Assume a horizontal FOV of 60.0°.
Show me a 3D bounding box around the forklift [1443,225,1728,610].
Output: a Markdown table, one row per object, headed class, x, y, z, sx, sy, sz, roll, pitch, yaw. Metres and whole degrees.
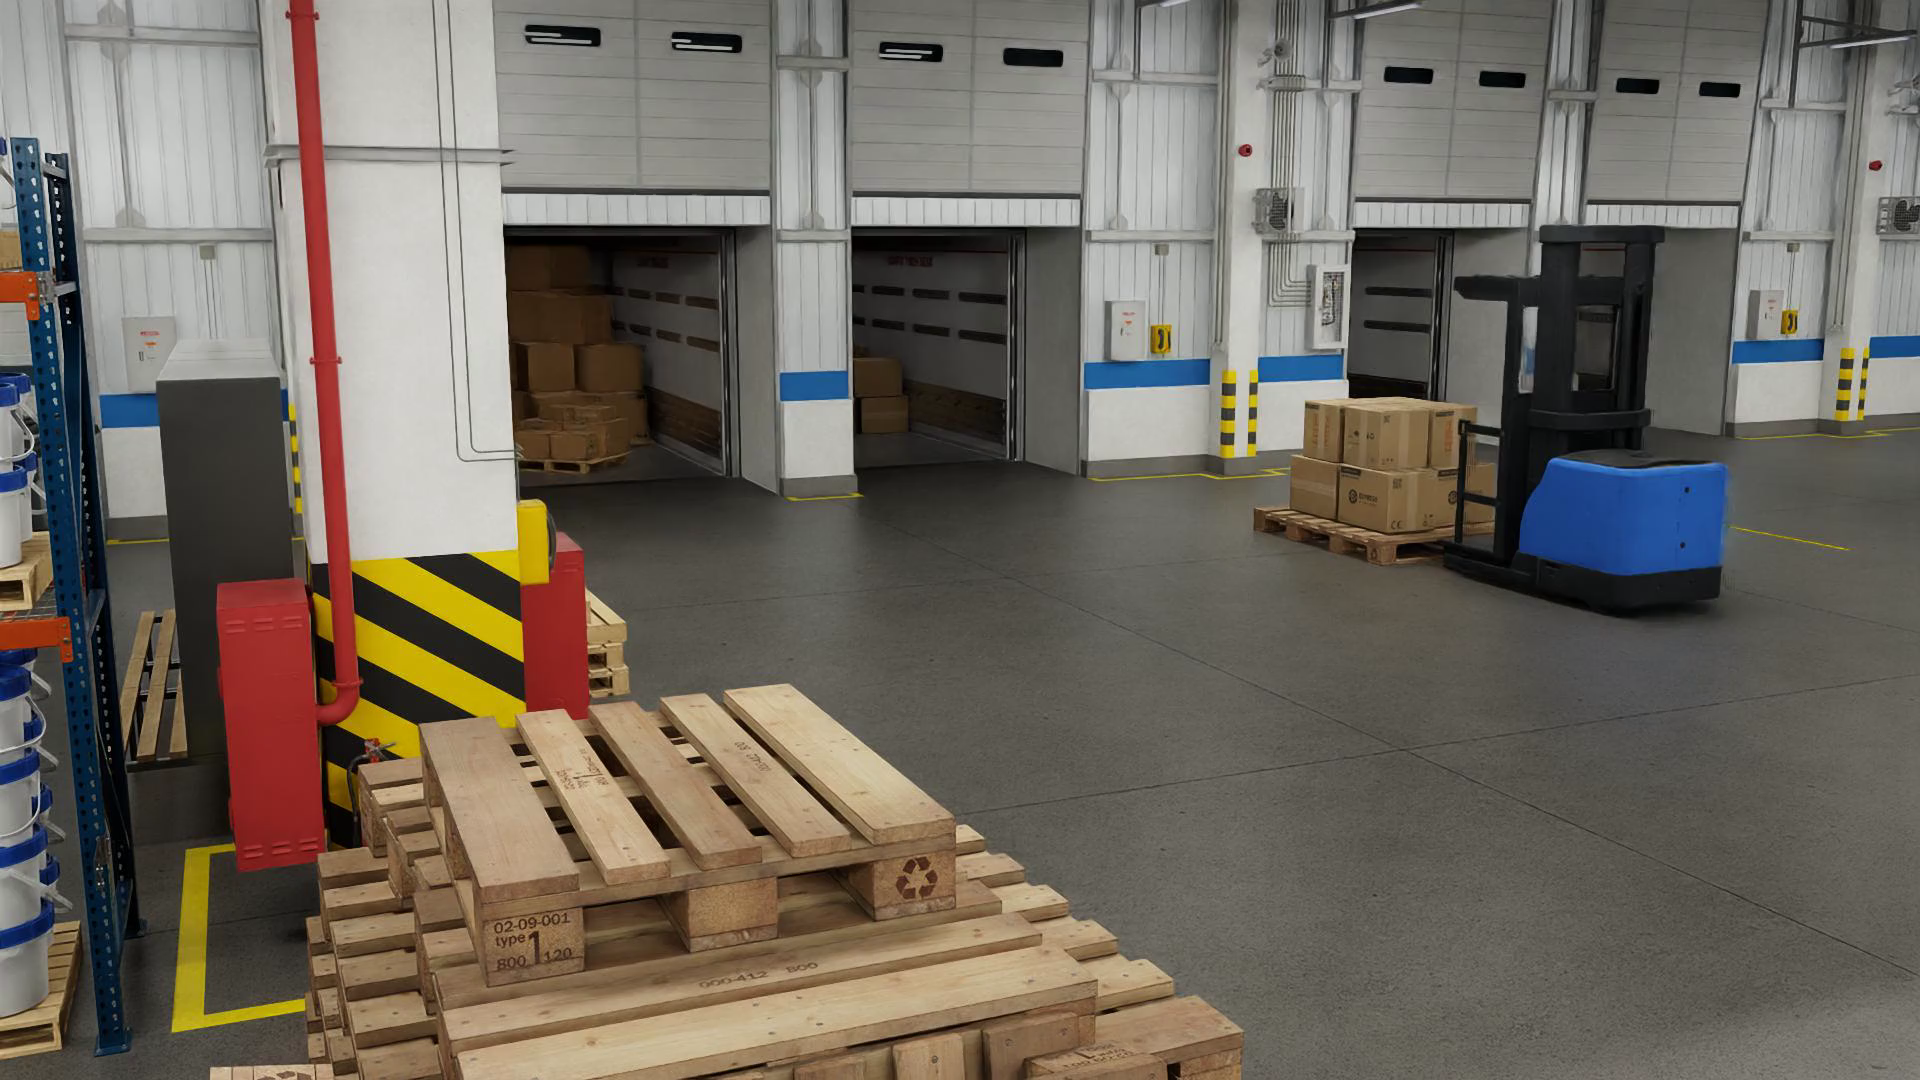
| class | x | y | z | sx | sy | sz | roll | pitch | yaw |
| --- | --- | --- | --- | --- | --- | --- | --- | --- | --- |
| forklift | 4.841 | -1.011 | 12.756 | 1.129 | 2.768 | 1.873 | -4 | 11 | -23 |
